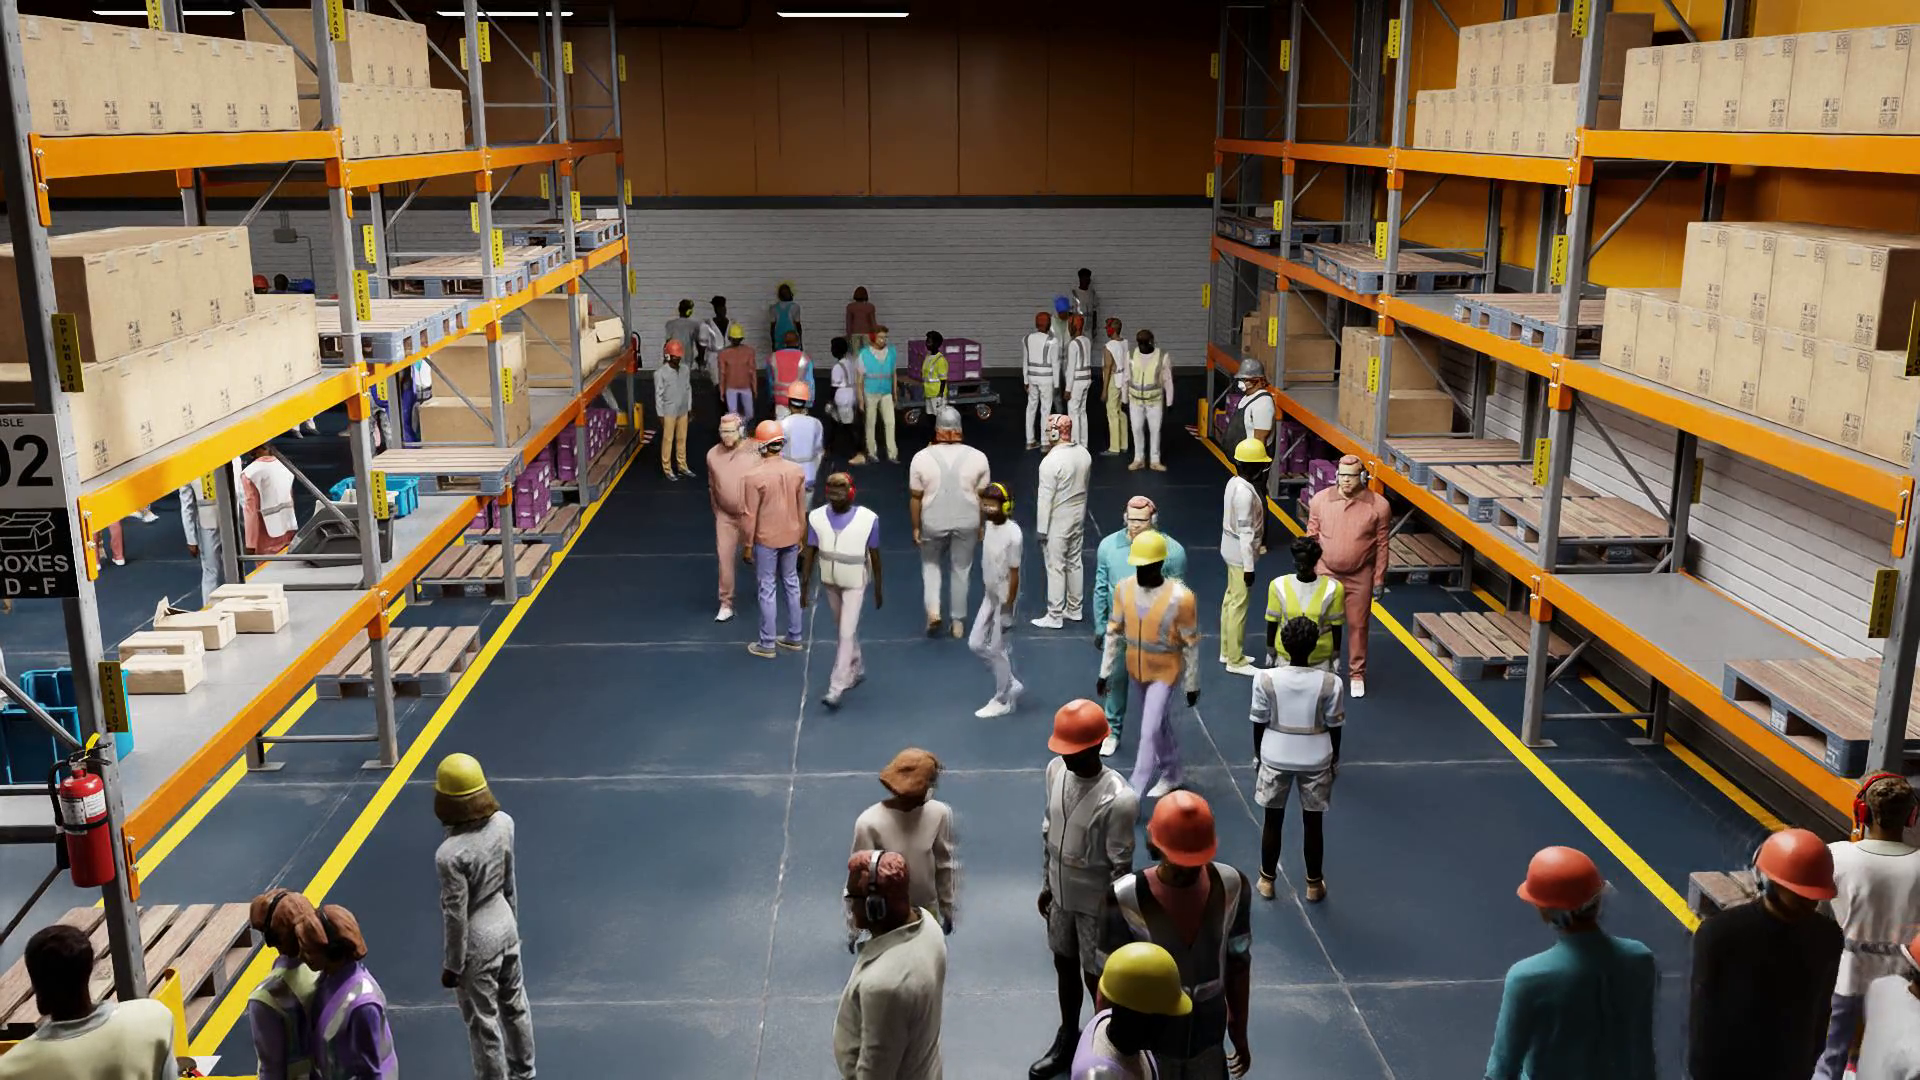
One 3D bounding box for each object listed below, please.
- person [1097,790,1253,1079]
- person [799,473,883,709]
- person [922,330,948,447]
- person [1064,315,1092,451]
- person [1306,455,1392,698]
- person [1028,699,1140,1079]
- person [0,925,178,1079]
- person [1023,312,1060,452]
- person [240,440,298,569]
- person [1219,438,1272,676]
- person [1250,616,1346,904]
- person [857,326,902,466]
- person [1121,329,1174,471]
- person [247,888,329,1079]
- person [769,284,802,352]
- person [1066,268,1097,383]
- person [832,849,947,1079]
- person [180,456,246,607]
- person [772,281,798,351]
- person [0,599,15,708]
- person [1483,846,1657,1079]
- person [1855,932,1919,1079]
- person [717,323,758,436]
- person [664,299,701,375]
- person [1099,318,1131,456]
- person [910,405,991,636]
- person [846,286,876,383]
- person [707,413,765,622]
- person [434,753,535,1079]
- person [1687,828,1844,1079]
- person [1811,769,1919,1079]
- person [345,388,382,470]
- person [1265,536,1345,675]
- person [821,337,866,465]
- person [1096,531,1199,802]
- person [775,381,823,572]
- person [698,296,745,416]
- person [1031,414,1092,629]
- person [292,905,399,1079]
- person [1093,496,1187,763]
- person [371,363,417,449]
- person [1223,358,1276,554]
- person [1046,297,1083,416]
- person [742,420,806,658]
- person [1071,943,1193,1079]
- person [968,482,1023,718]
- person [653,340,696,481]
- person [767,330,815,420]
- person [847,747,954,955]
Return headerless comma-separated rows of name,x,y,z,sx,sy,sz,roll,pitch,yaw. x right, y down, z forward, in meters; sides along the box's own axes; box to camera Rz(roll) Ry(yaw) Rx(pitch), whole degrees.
person,0.828,1.890,6.326,0.613,2.033,0.410,-4,15,-14
person,-0.937,0.373,12.740,0.594,1.788,0.972,5,15,20
person,-0.338,-1.912,21.912,0.318,1.697,0.535,-7,16,-27
person,1.559,-2.052,22.106,0.359,1.879,0.586,7,16,26
person,2.977,0.278,12.895,0.651,1.907,0.409,5,15,20
person,0.549,1.628,7.567,0.389,1.925,0.550,-11,18,-37
person,-2.824,2.167,5.475,0.381,1.912,0.588,11,18,38
person,1.093,-2.129,22.398,0.577,1.882,0.339,11,18,36
person,-5.857,-0.047,14.179,0.398,1.908,0.599,3,15,13
person,2.297,0.127,13.444,0.369,1.928,0.586,0,14,-1
person,1.913,1.254,9.479,0.534,1.700,0.318,3,15,12
person,-1.004,-1.837,21.368,0.605,1.811,0.853,-7,16,-24
person,2.370,-1.765,21.095,0.669,1.826,0.433,6,15,21
person,-2.473,2.090,6.313,0.312,1.639,0.520,4,15,14
person,-2.759,-3.139,26.443,0.506,1.839,0.343,1,14,3
person,2.061,-3.611,28.072,0.599,1.958,0.372,-8,16,-27
person,-0.264,2.022,6.081,0.399,1.897,0.652,3,15,11
person,-6.408,-0.093,14.354,0.401,1.909,0.599,9,17,31
person,-2.897,-3.376,27.432,0.416,1.806,0.612,-10,18,-35
person,-7.398,0.415,12.409,0.611,1.884,0.351,-9,17,-32
person,2.197,2.042,5.993,0.661,1.947,0.956,-5,15,-19
person,3.370,2.145,5.898,0.372,1.737,0.581,3,15,10
person,-2.986,-2.033,22.272,0.539,1.751,0.532,-5,15,-19
person,-4.064,-2.630,24.477,0.554,1.826,0.771,1,14,5
person,2.079,-2.026,22.089,0.384,1.838,0.568,10,17,33
person,-0.081,-0.171,14.390,0.695,2.000,0.537,0,14,-2
person,-1.671,-3.470,28.153,0.502,1.631,0.285,2,14,7
person,-1.976,-0.254,15.105,0.634,1.860,0.994,3,15,10
person,-2.136,1.772,7.362,0.319,1.740,0.488,5,15,19
person,2.949,1.963,6.204,0.620,1.952,0.969,-1,14,-6
person,3.741,1.849,6.873,0.560,1.836,0.394,5,15,17
person,-7.570,-1.870,21.176,0.618,1.986,0.408,3,15,13
person,2.344,0.783,11.353,0.538,1.686,0.319,5,15,18
person,-1.602,-1.795,21.514,0.875,1.647,0.551,3,15,12
person,1.178,0.859,10.678,0.613,1.872,0.993,13,19,42
person,-1.627,-0.609,16.349,0.570,1.917,0.449,-8,16,-29
person,-3.359,-2.542,23.904,0.769,1.923,0.746,-8,16,-29
person,0.881,-0.168,14.665,0.399,1.900,0.644,11,18,38
person,-2.266,2.116,6.227,0.323,1.628,0.532,-11,18,-37
person,1.233,0.618,11.590,0.641,1.898,0.398,5,15,19
person,-6.987,-1.741,20.552,0.535,2.000,0.683,-3,15,-13
person,2.981,-0.882,17.182,0.536,2.000,0.683,-1,14,-2
person,1.495,-2.568,24.097,0.598,1.880,1.056,0,14,0
person,-1.556,-0.014,13.892,0.614,1.987,0.408,-14,20,-43
person,0.528,2.184,5.404,0.400,1.915,0.591,2,14,8
person,0.272,0.454,12.318,0.387,1.844,0.550,-7,16,-26
person,-3.526,-1.614,20.649,0.353,1.743,0.570,10,18,36
person,-2.105,-1.753,21.073,0.627,1.801,0.804,2,14,9
person,-0.264,1.754,7.700,0.565,1.603,0.494,-6,16,-23
